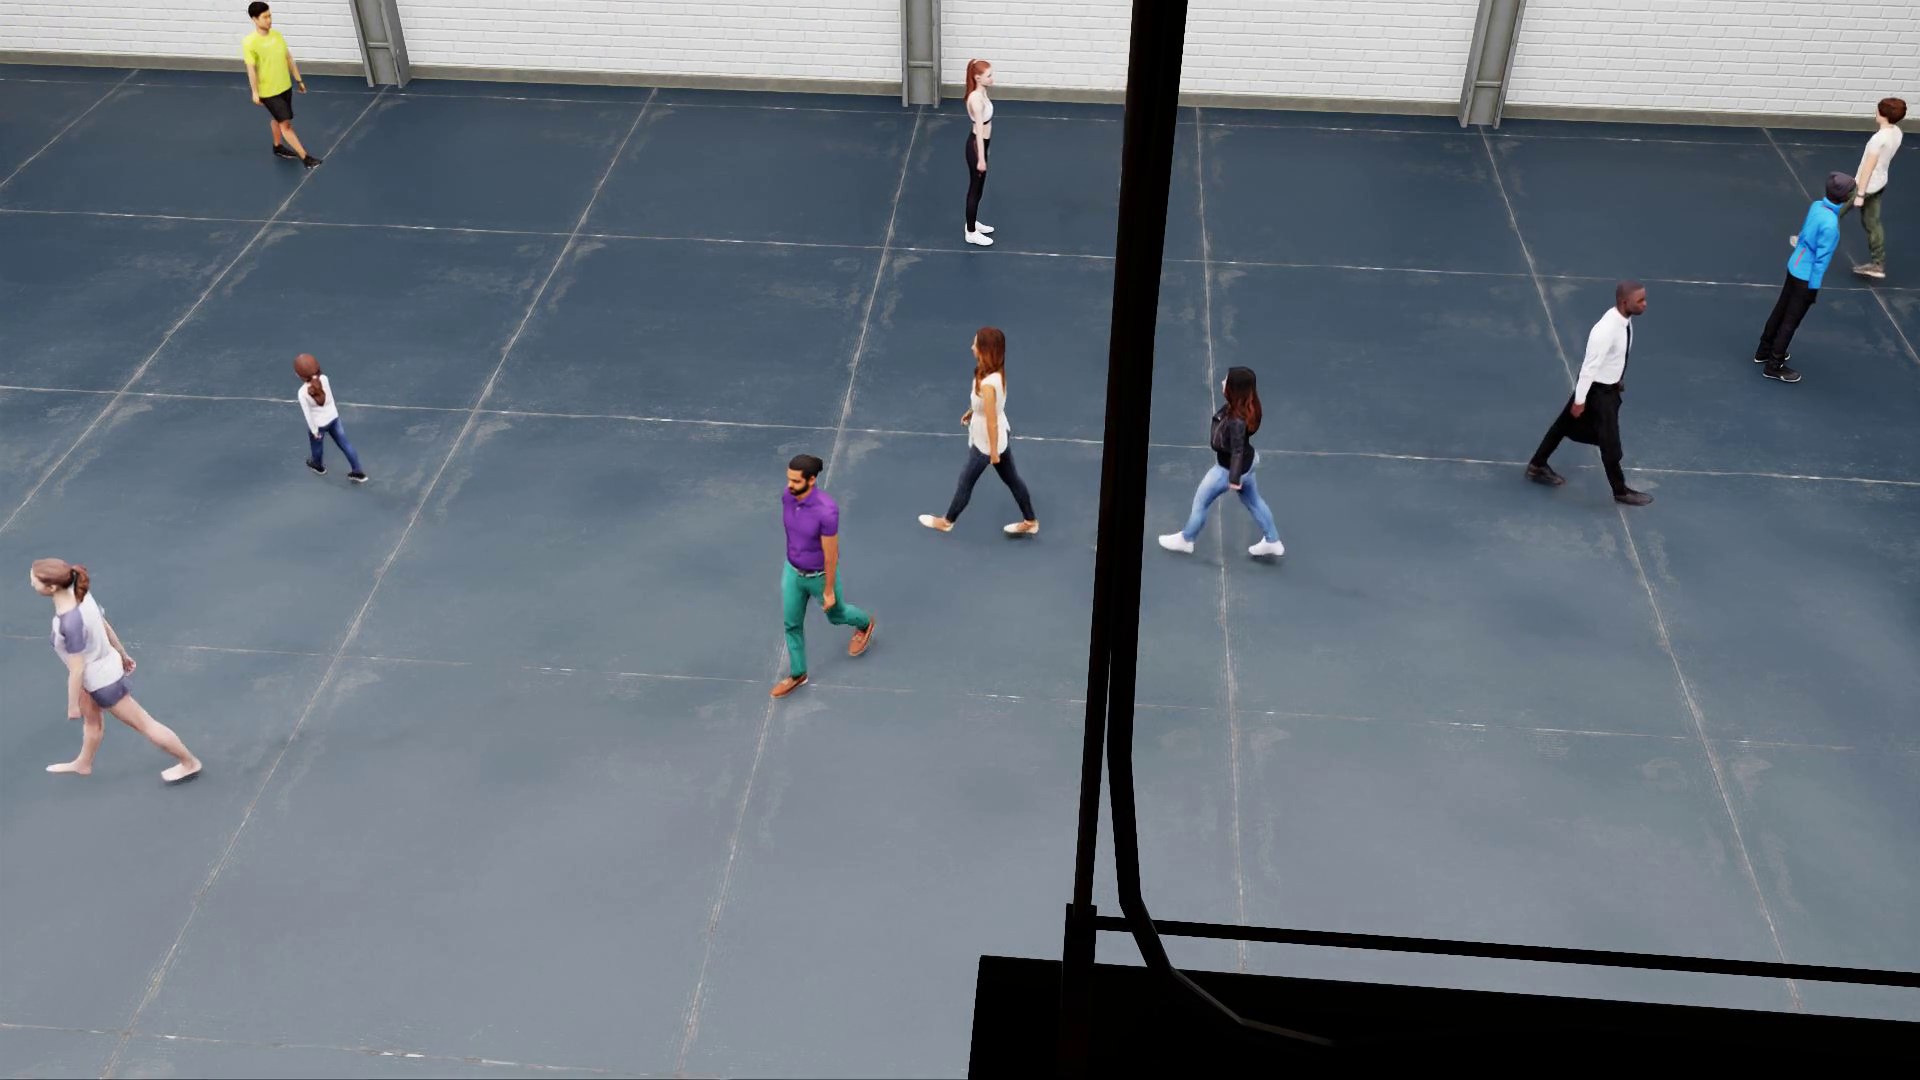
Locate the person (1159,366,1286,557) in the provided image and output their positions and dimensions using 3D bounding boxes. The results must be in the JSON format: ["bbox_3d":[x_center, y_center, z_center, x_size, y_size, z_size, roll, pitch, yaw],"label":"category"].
[{"bbox_3d":[1.984,-0.497,11.567,1.190,1.589,0.863,14,41,17],"label":"person"}]

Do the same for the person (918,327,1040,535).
[{"bbox_3d":[0.309,-0.708,11.714,1.113,1.736,0.649,6,39,8],"label":"person"}]

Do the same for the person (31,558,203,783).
[{"bbox_3d":[-4.973,0.807,9.829,1.193,1.722,0.897,-11,40,-13],"label":"person"}]

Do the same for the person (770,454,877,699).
[{"bbox_3d":[-0.859,0.171,10.611,1.160,1.739,1.082,24,45,27],"label":"person"}]

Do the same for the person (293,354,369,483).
[{"bbox_3d":[-4.729,-0.897,12.468,0.841,1.090,0.683,23,44,26],"label":"person"}]

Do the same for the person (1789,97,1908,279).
[{"bbox_3d":[8.153,-3.094,14.804,1.126,1.608,1.135,-24,45,-27],"label":"person"}]

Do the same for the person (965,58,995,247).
[{"bbox_3d":[0.167,-3.578,15.304,0.506,1.741,0.579,4,39,5],"label":"person"}]

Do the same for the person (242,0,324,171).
[{"bbox_3d":[-6.886,-4.519,16.544,1.124,1.664,0.871,17,42,20],"label":"person"}]

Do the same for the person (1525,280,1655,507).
[{"bbox_3d":[4.565,-1.117,12.178,1.276,1.797,1.033,22,43,25],"label":"person"}]

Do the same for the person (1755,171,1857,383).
[{"bbox_3d":[6.838,-2.155,13.480,0.528,1.793,0.607,4,39,5],"label":"person"}]
